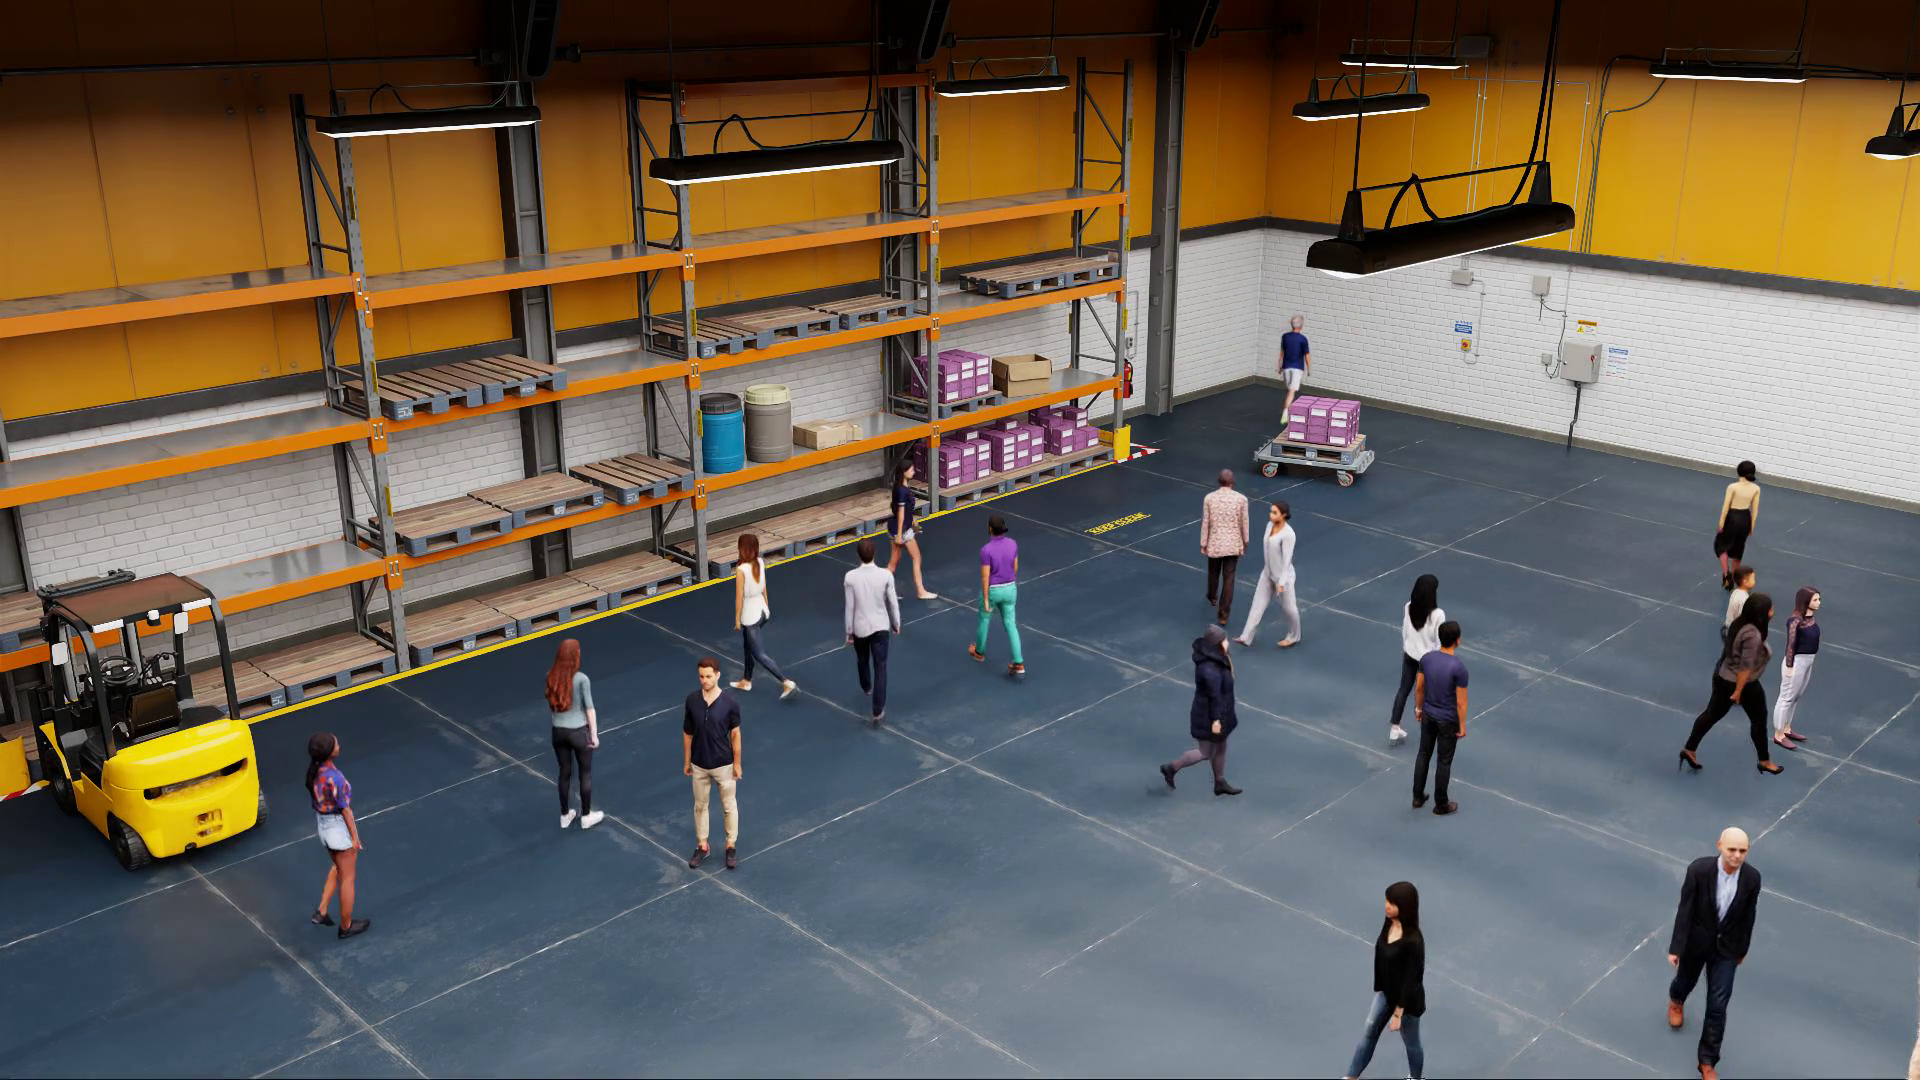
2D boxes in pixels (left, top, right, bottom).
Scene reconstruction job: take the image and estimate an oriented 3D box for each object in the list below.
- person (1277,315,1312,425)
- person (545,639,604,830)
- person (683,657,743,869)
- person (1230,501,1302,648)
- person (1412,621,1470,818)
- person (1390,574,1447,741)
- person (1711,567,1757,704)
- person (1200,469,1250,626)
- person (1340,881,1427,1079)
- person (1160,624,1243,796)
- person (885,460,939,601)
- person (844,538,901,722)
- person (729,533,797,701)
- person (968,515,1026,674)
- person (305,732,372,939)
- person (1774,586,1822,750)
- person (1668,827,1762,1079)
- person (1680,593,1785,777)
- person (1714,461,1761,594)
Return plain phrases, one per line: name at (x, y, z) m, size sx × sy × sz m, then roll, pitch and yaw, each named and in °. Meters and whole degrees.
person at (5.516, -2.816, 27.743) m, size 0.746 × 1.794 × 1.127 m, roll 14°, pitch 23°, yaw 35°
person at (-3.376, 1.695, 14.440) m, size 0.703 × 1.735 × 0.711 m, roll 6°, pitch 19°, yaw 16°
person at (-2.053, 1.835, 13.830) m, size 0.710 × 1.859 × 0.745 m, roll 2°, pitch 19°, yaw 5°
person at (3.584, 0.394, 18.373) m, size 1.178 × 1.691 × 0.888 m, roll -9°, pitch 21°, yaw -26°
person at (4.241, 1.570, 14.729) m, size 0.510 × 1.788 × 0.647 m, roll -17°, pitch 25°, yaw -41°
person at (4.416, 1.170, 16.127) m, size 0.632 × 1.654 × 1.101 m, roll 17°, pitch 25°, yaw 41°
person at (7.865, 0.972, 17.024) m, size 0.768 × 1.457 × 0.703 m, roll 3°, pitch 19°, yaw 8°
person at (3.034, 0.114, 19.091) m, size 1.057 × 1.764 × 1.244 m, roll 5°, pitch 19°, yaw 14°
person at (2.941, 2.958, 10.875) m, size 1.071 × 1.617 × 0.859 m, roll -7°, pitch 20°, yaw -19°
person at (2.189, 1.560, 14.966) m, size 1.048 × 1.655 × 1.045 m, roll 2°, pitch 19°, yaw 7°
person at (-0.786, -0.093, 19.747) m, size 0.981 × 1.737 × 0.864 m, roll -3°, pitch 19°, yaw -9°
person at (-0.888, 0.936, 16.609) m, size 1.275 × 1.790 × 1.283 m, roll -1°, pitch 19°, yaw -3°
person at (-2.027, 0.811, 17.030) m, size 0.879 × 1.757 × 1.090 m, roll 9°, pitch 21°, yaw 25°
person at (0.470, 0.600, 17.693) m, size 1.181 × 1.734 × 0.979 m, roll -8°, pitch 20°, yaw -24°
person at (-4.846, 2.283, 12.704) m, size 0.629 × 1.729 × 0.693 m, roll 14°, pitch 23°, yaw 36°
person at (8.110, 1.214, 16.067) m, size 0.653 × 1.608 × 0.457 m, roll 17°, pitch 25°, yaw 42°
person at (5.085, 2.722, 11.334) m, size 1.053 × 1.772 × 1.296 m, roll 5°, pitch 19°, yaw 16°
person at (7.064, 1.364, 15.340) m, size 1.186 × 1.789 × 1.125 m, roll 0°, pitch 19°, yaw -1°
person at (9.369, -0.133, 20.009) m, size 0.750 × 1.646 × 0.808 m, roll 1°, pitch 19°, yaw 3°
